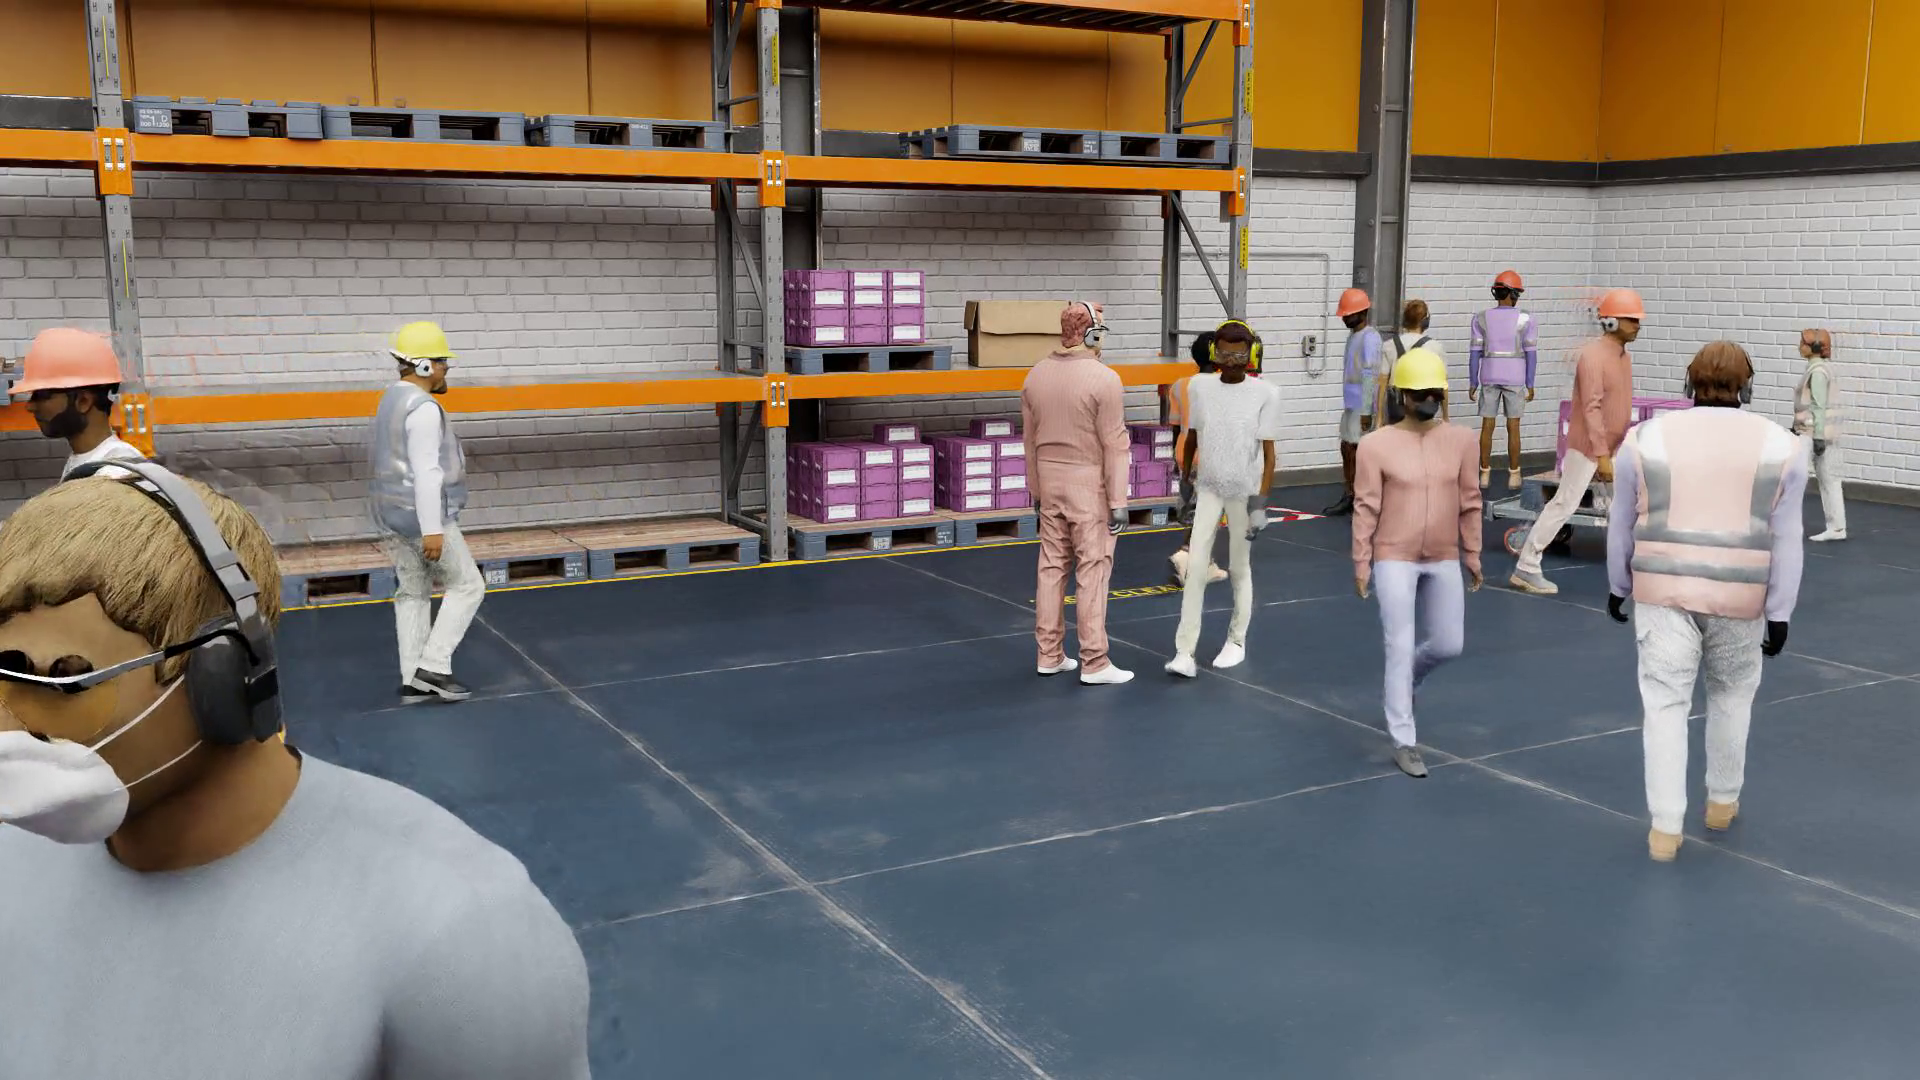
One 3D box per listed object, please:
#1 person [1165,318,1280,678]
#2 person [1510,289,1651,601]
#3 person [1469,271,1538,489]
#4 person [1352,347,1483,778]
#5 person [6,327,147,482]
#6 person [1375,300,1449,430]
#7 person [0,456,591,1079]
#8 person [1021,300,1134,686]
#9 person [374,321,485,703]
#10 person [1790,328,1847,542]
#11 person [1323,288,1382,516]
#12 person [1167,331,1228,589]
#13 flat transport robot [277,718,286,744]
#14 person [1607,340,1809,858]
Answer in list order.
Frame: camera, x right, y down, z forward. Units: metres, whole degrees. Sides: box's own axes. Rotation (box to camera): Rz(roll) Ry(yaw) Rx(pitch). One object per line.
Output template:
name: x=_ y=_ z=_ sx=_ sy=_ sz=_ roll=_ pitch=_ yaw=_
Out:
person: x=1.281 y=-0.193 z=8.350 sx=0.583 sy=1.813 sz=0.935 roll=5 pitch=10 yaw=26
person: x=3.957 y=-0.579 z=10.347 sx=0.617 sy=1.946 sz=1.039 roll=-8 pitch=13 yaw=-42
person: x=5.079 y=-1.490 z=15.572 sx=0.605 sy=2.038 sz=0.394 roll=5 pitch=10 yaw=27
person: x=1.876 y=0.069 z=6.922 sx=0.544 sy=1.749 sz=0.567 roll=-1 pitch=9 yaw=-6
person: x=-2.449 y=0.311 z=5.017 sx=0.830 sy=1.912 sz=0.543 roll=-6 pitch=11 yaw=-34
person: x=3.644 y=-0.991 z=13.229 sx=0.526 sy=1.803 sz=0.910 roll=7 pitch=12 yaw=36
person: x=-0.653 y=0.895 z=1.379 sx=0.667 sy=1.919 sz=0.646 roll=4 pitch=10 yaw=23
person: x=0.607 y=-0.231 z=8.292 sx=0.409 sy=1.908 sz=0.647 roll=-9 pitch=13 yaw=-43
person: x=-2.508 y=-0.117 z=7.860 sx=0.460 sy=1.815 sz=0.624 roll=-6 pitch=11 yaw=-34
person: x=6.345 y=-0.786 z=12.559 sx=0.814 sy=1.607 sz=0.511 roll=5 pitch=11 yaw=29
person: x=3.340 y=-1.112 z=13.672 sx=0.624 sy=1.901 sz=0.619 roll=-1 pitch=9 yaw=-6
person: x=1.540 y=-0.505 z=10.683 sx=0.538 sy=1.671 sz=0.735 roll=9 pitch=13 yaw=43
flat transport robot: x=-3.497 y=0.851 z=6.673 sx=1.431 sy=0.197 sz=0.652 roll=-3 pitch=10 yaw=-19
person: x=2.668 y=0.192 z=6.020 sx=0.630 sy=1.814 sz=0.816 roll=4 pitch=10 yaw=21
